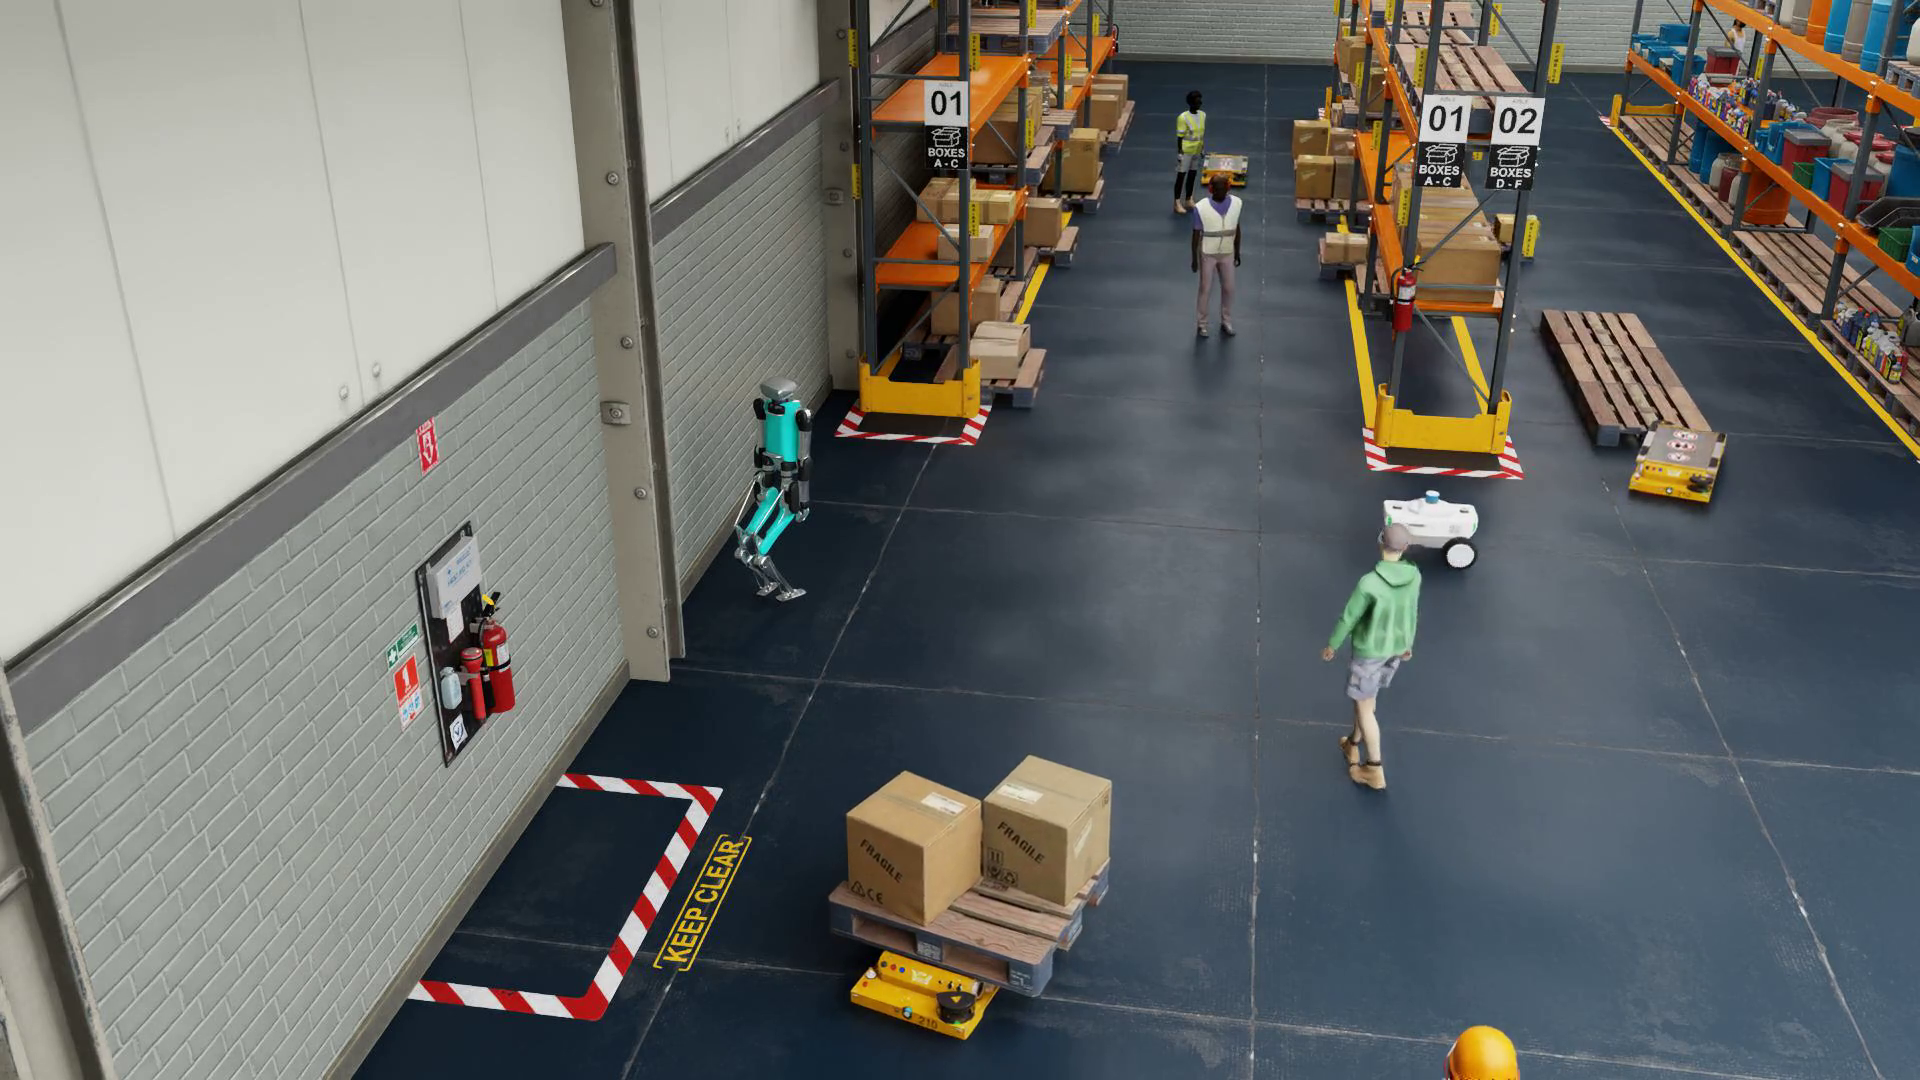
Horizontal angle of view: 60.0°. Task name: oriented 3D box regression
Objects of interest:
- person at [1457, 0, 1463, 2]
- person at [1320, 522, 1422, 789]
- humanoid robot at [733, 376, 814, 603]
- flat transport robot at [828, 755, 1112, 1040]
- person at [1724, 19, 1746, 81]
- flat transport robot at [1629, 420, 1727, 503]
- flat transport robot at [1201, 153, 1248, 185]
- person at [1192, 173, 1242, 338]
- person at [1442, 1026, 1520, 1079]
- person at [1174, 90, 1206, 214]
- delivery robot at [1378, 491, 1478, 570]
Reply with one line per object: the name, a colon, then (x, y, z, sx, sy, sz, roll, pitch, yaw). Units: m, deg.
person: (9.395, -9.347, 31.610, 0.532, 1.762, 0.354, 4, 25, 8)
person: (2.527, 0.687, 10.181, 0.526, 1.714, 0.584, -12, 27, -23)
humanoid robot: (-1.428, -0.317, 12.144, 0.533, 1.677, 0.735, 18, 31, 34)
flat transport robot: (0.043, 2.079, 8.908, 0.659, 0.231, 1.431, 12, 27, 23)
person: (13.686, -8.394, 29.445, 0.518, 1.860, 0.386, -15, 29, -29)
flat transport robot: (6.443, -0.716, 14.891, 0.659, 0.231, 1.431, 13, 28, 25)
flat transport robot: (4.072, -5.688, 25.531, 0.659, 0.231, 1.431, 4, 25, 9)
person: (2.790, -3.125, 18.204, 0.572, 1.829, 0.396, -7, 26, -15)
person: (1.799, 2.520, 6.053, 0.568, 1.888, 0.395, 6, 26, 12)
person: (3.233, -5.447, 23.327, 0.536, 1.695, 0.321, -19, 31, -35)
delivery robot: (3.751, -0.090, 13.234, 0.807, 0.613, 0.499, 3, 25, 7)
